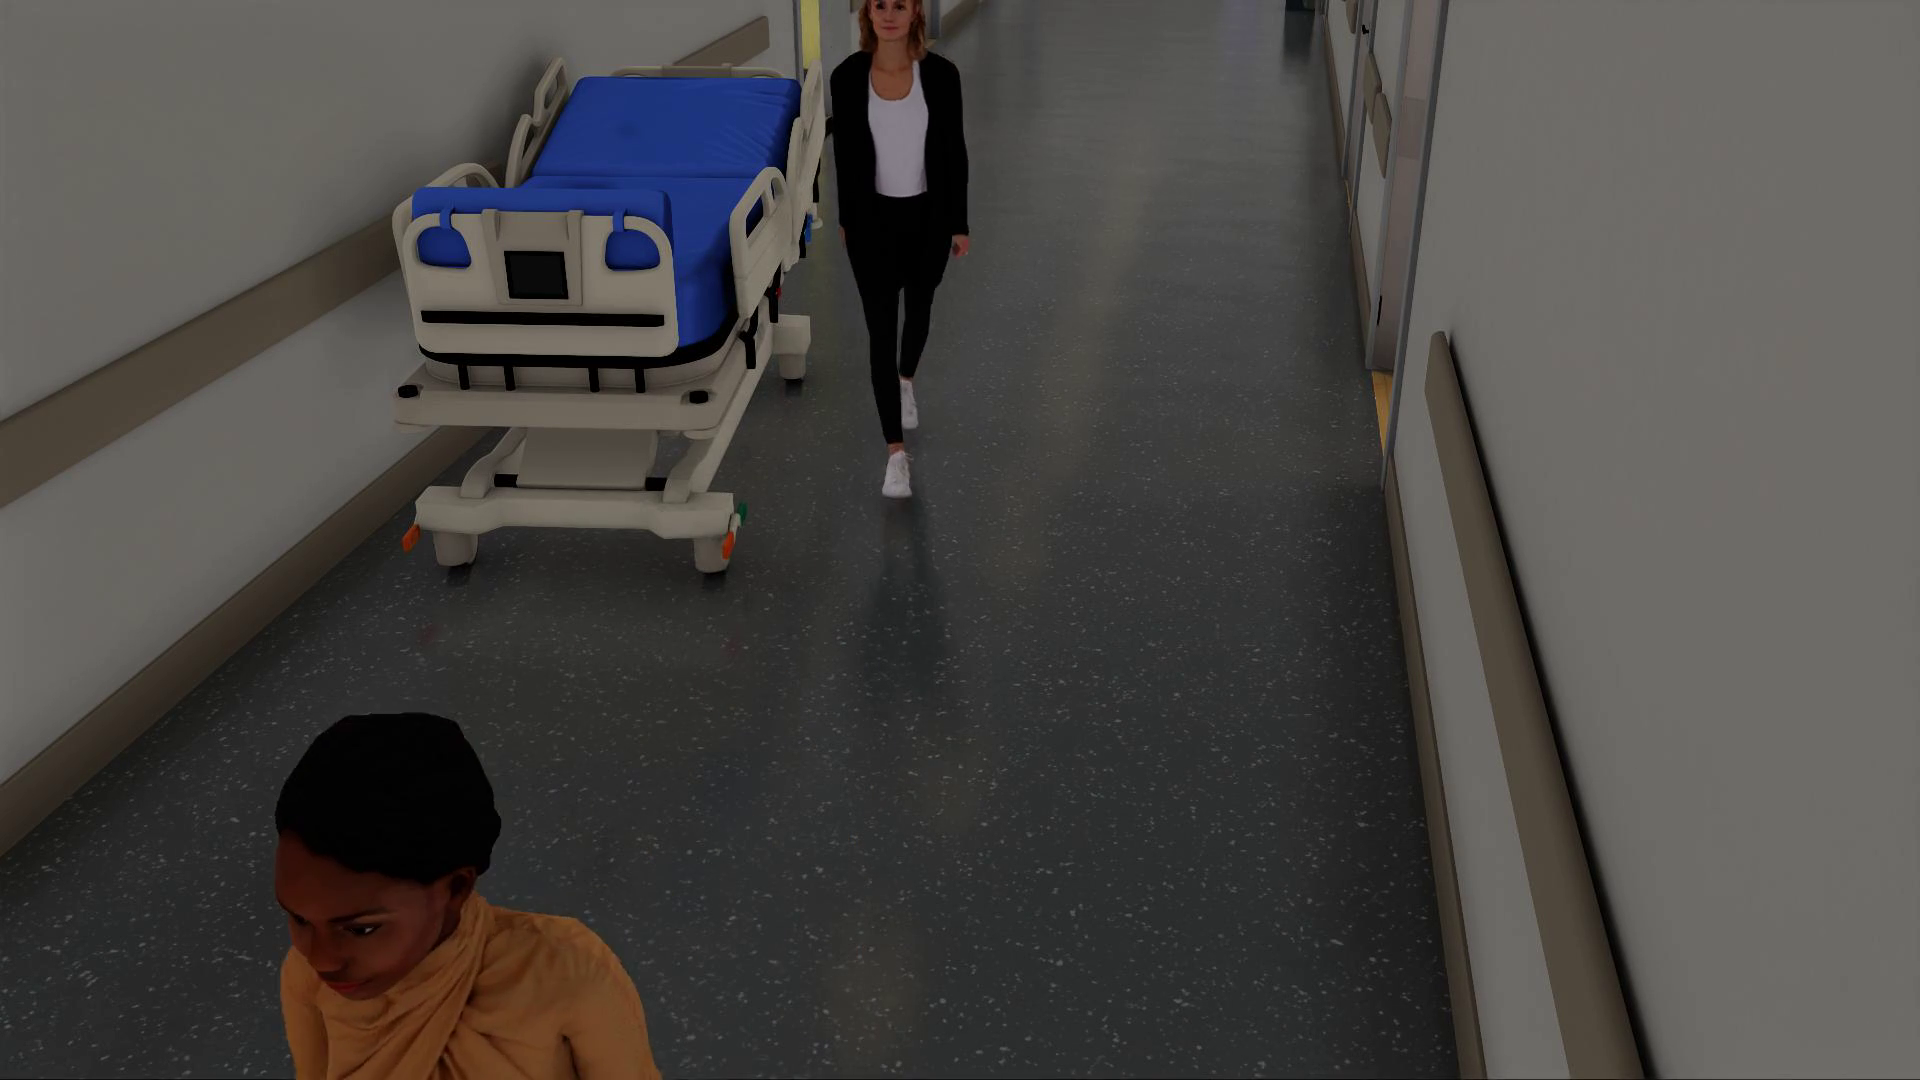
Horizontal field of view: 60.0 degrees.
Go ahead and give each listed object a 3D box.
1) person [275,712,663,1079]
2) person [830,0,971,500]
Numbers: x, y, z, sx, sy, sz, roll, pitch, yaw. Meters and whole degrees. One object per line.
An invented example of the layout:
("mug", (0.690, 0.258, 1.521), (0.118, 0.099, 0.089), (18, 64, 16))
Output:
("person", (-0.485, 0.863, 2.019), (0.615, 1.645, 0.722), (8, 27, 17))
("person", (-0.211, -1.111, 5.985), (1.204, 1.755, 0.906), (-2, 26, -4))
